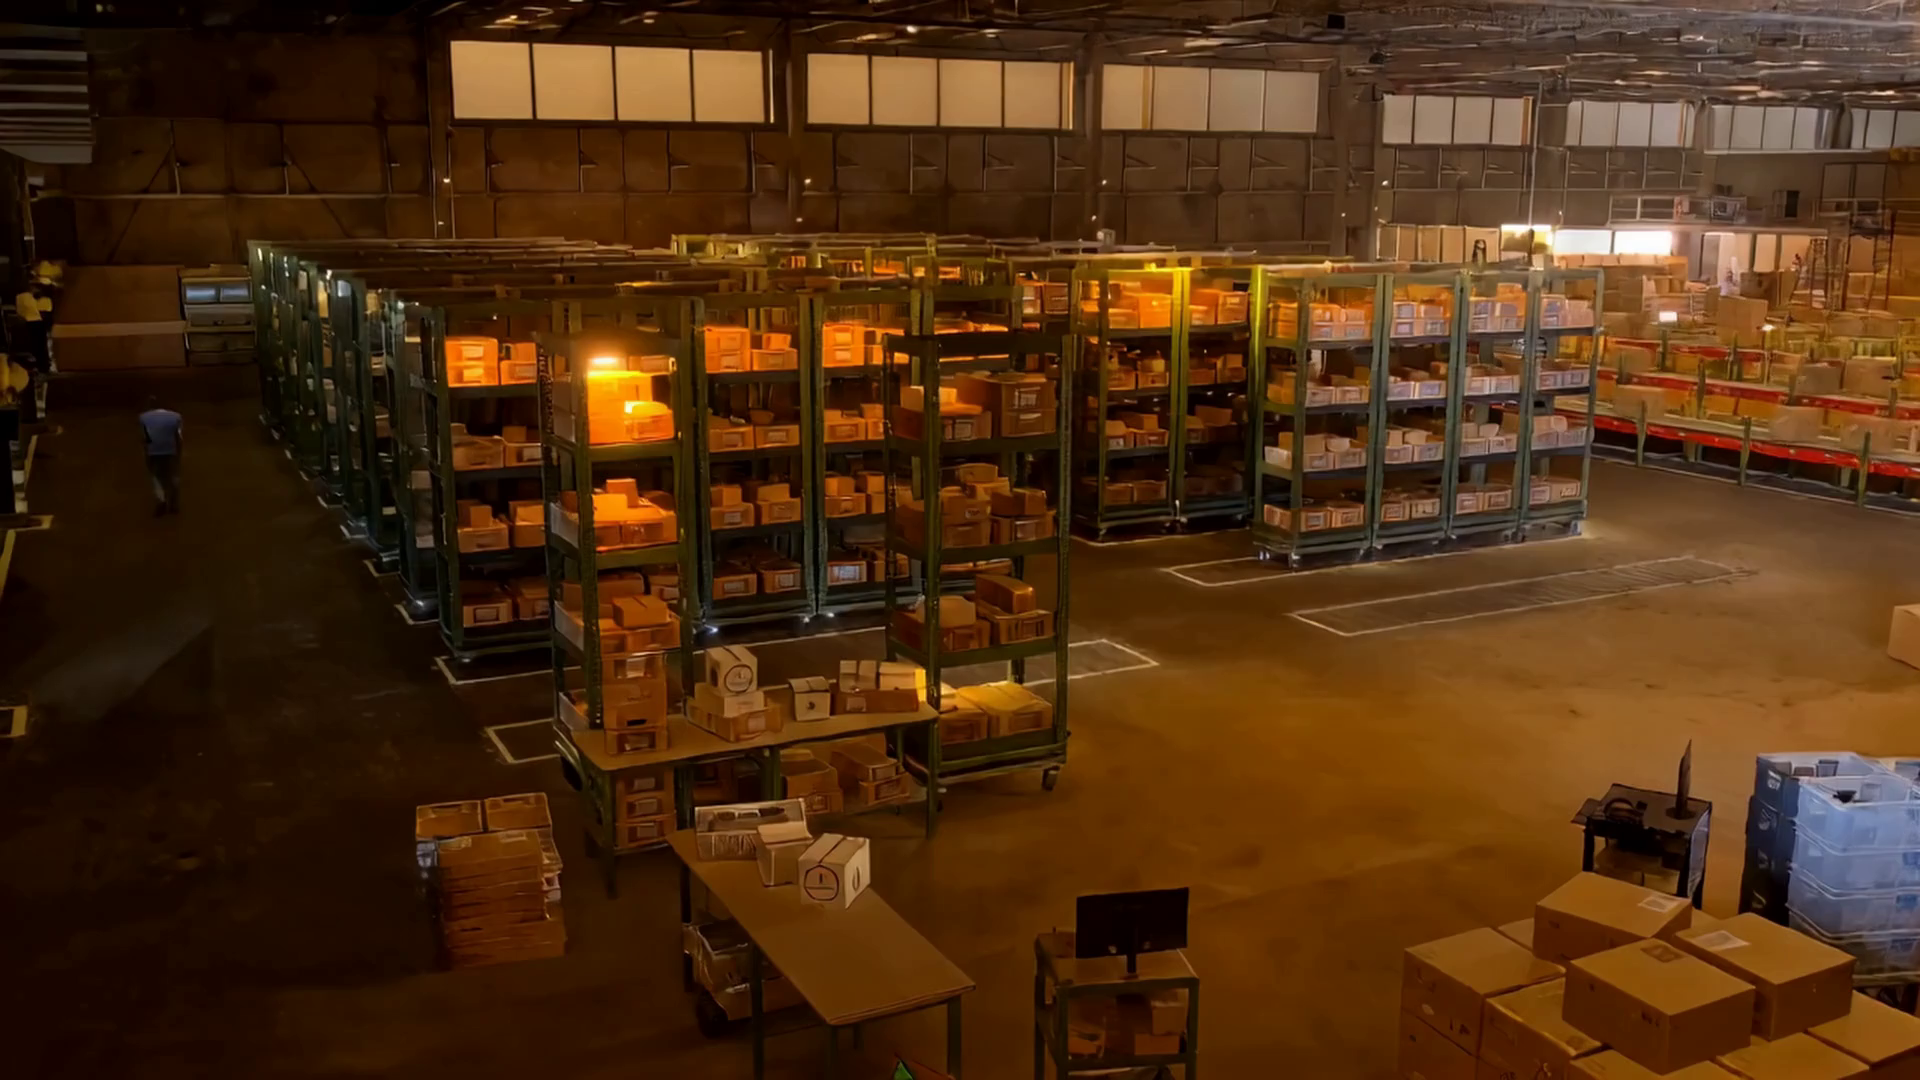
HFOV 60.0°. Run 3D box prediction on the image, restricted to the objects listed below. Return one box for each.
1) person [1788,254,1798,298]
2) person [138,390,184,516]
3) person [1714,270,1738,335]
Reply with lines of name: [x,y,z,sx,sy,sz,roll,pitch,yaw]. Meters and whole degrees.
person: [34.468,-10.898,68.854,0.354,1.879,0.566,9,15,36]
person: [-11.365,-1.224,23.696,0.589,1.829,0.624,-7,14,-31]
person: [24.093,-7.441,52.285,0.392,2.045,0.608,-6,14,-27]
